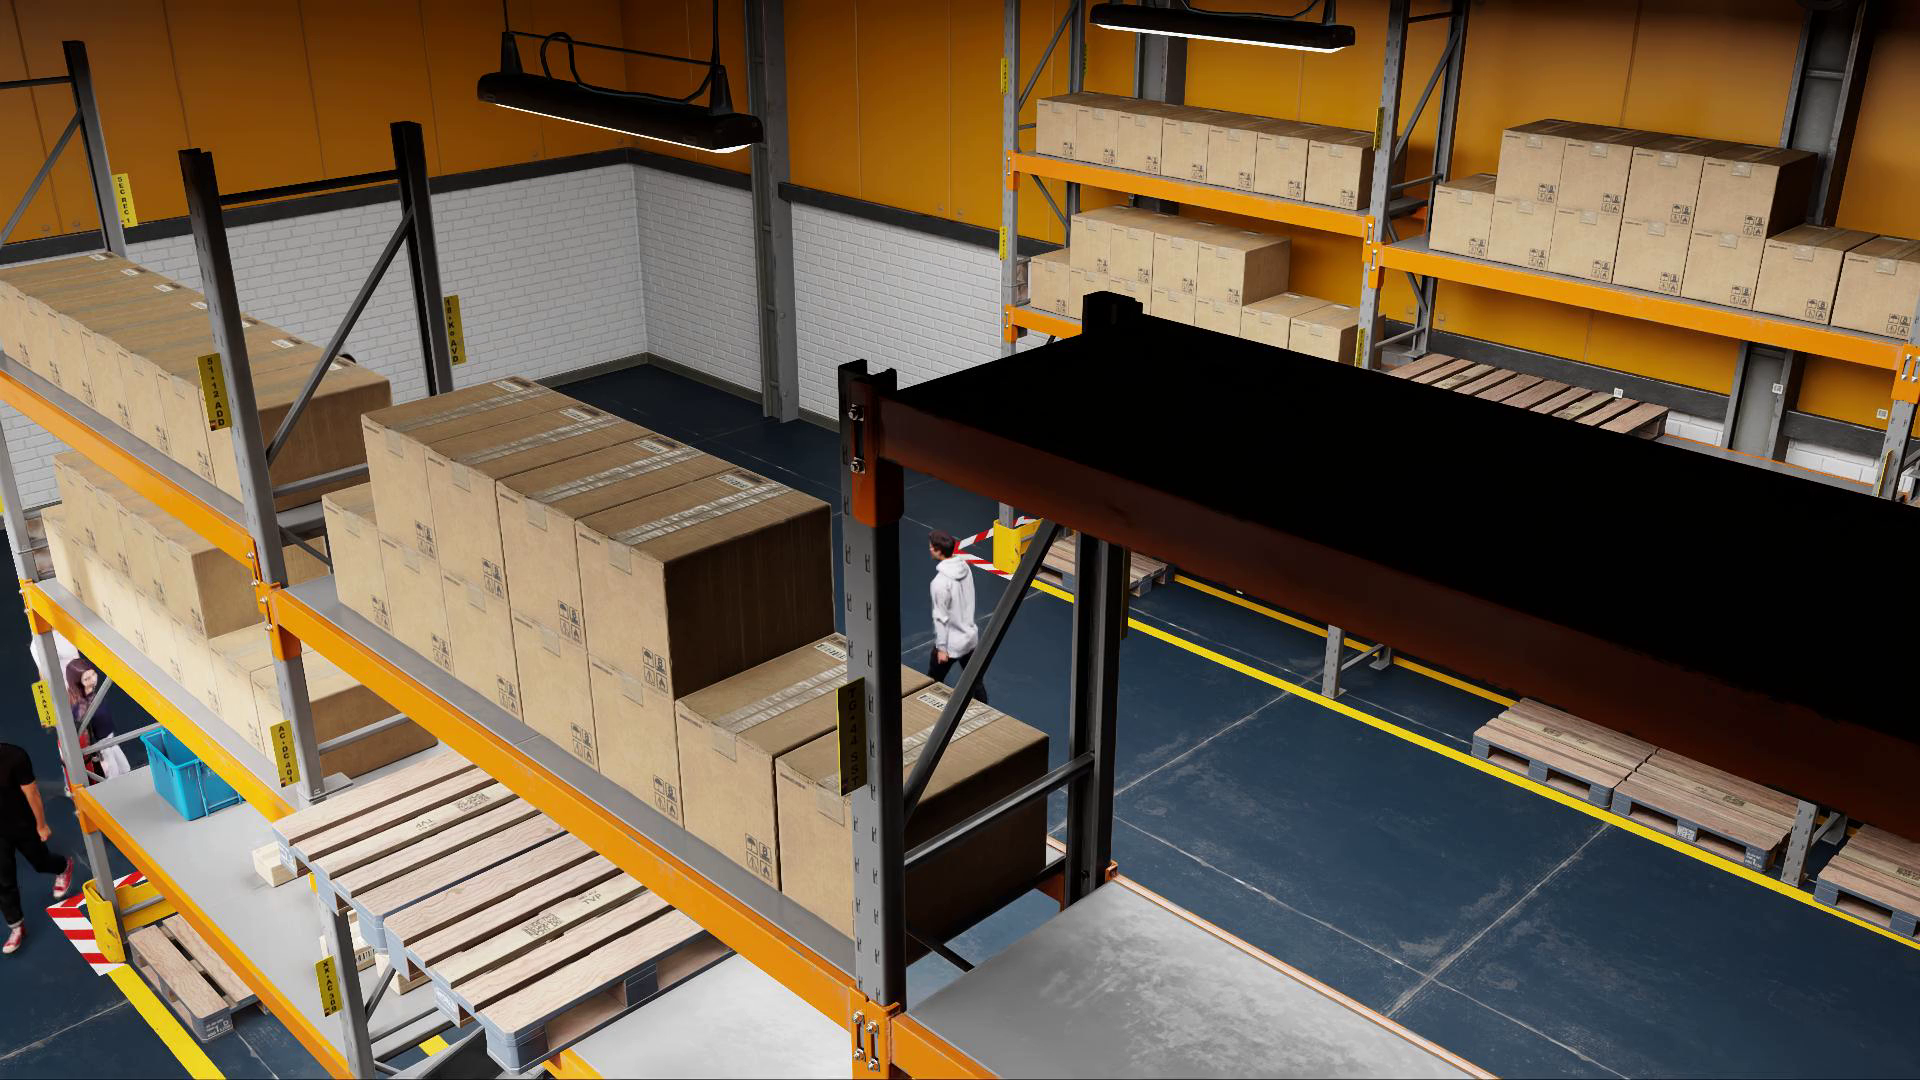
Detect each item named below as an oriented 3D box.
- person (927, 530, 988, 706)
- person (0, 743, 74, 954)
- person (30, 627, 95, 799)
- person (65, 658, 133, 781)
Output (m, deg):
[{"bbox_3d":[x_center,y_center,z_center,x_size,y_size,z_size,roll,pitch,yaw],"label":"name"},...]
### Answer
[{"bbox_3d":[0.018,0.841,13.763,1.003,1.893,0.832,16,28,33],"label":"person"},{"bbox_3d":[-6.518,1.923,11.502,1.046,1.723,1.184,-3,24,-6],"label":"person"},{"bbox_3d":[-7.030,1.252,12.895,0.936,1.836,0.786,-10,26,-22],"label":"person"},{"bbox_3d":[-6.492,1.599,12.403,0.778,1.594,0.692,-12,26,-25],"label":"person"}]
